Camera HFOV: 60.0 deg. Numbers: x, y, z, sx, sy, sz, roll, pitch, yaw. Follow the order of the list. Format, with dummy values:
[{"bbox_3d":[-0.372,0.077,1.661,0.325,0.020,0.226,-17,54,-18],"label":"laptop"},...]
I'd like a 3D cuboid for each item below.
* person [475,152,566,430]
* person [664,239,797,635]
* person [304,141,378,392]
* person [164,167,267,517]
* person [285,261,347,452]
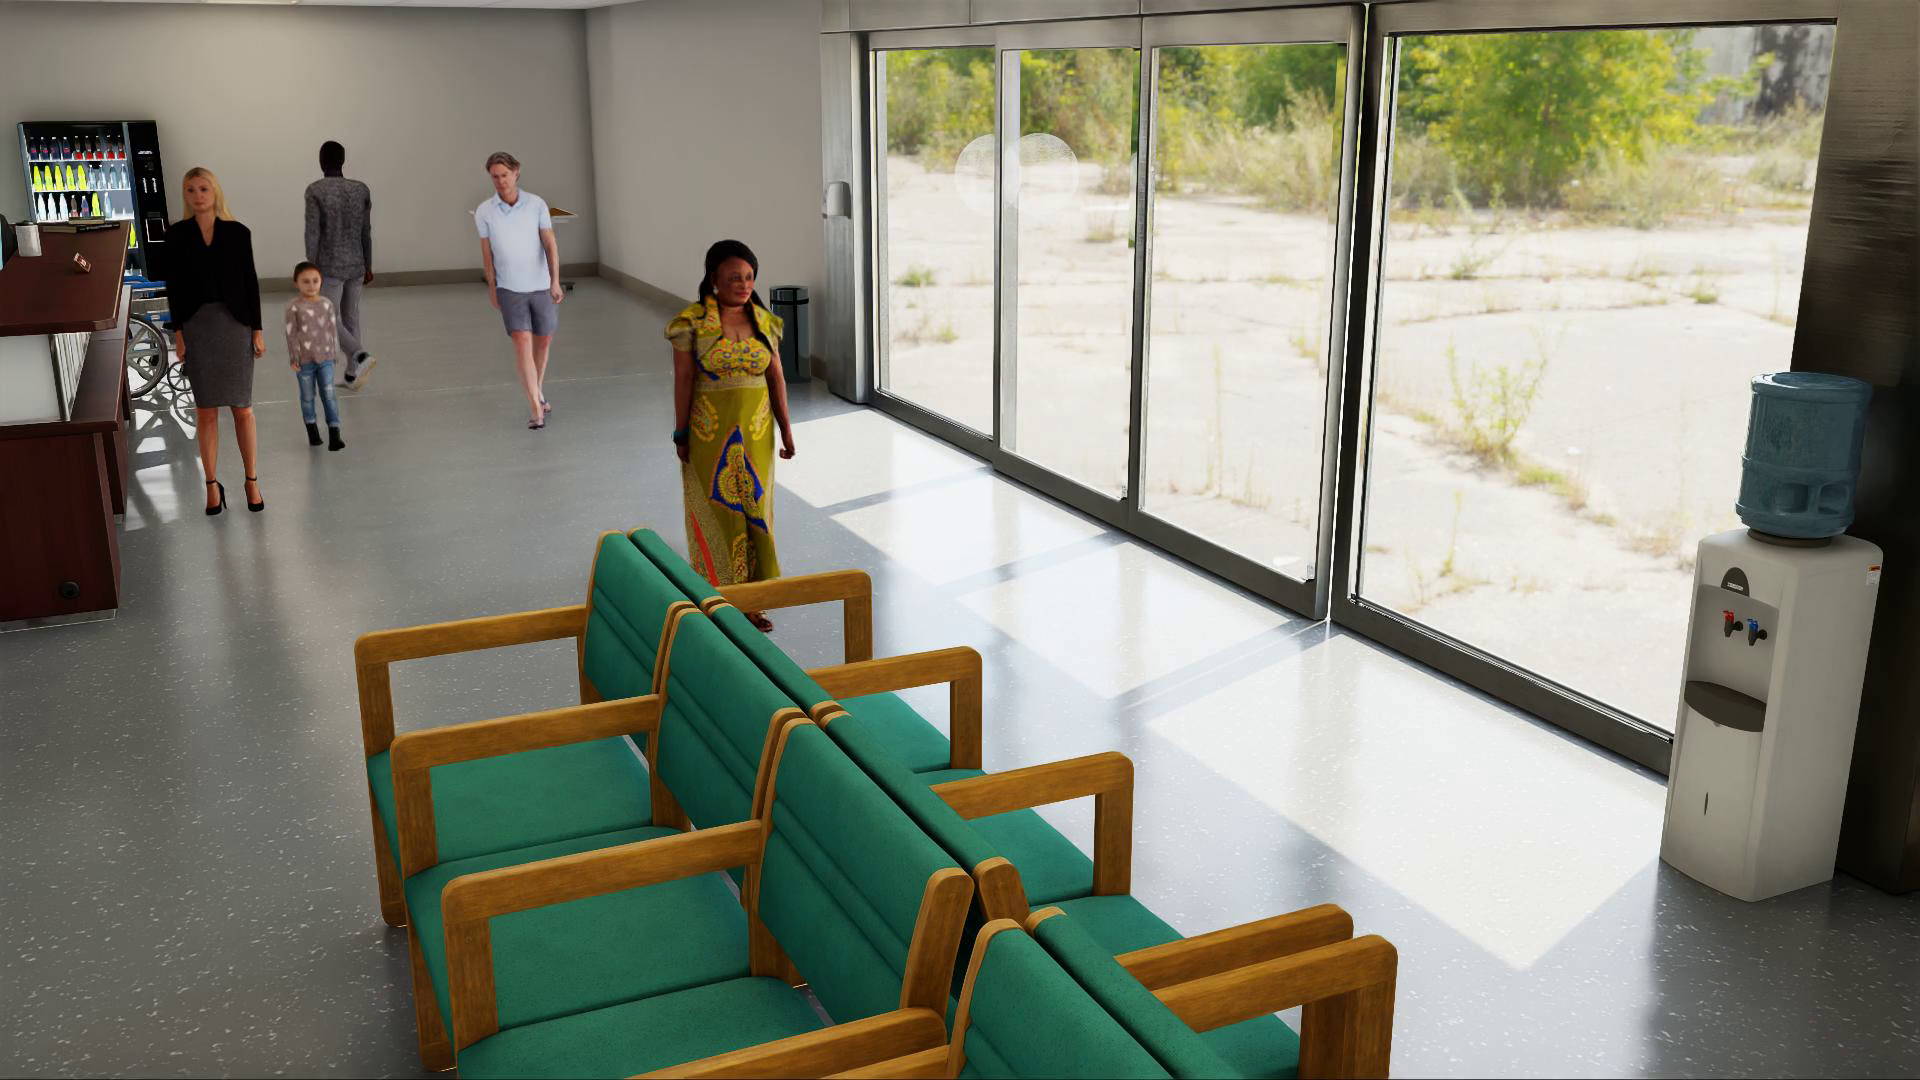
[{"bbox_3d":[-2.911,-1.662,11.157,1.138,1.773,0.730,-6,17,-22],"label":"person"},{"bbox_3d":[-1.009,-0.447,7.117,1.163,1.626,0.928,-11,19,-34],"label":"person"},{"bbox_3d":[-4.484,-1.968,12.150,0.970,1.824,0.939,12,20,36],"label":"person"},{"bbox_3d":[-3.930,-1.039,8.820,0.500,1.842,0.673,-6,17,-19],"label":"person"},{"bbox_3d":[-4.068,-1.141,10.428,0.775,1.166,0.595,-9,18,-30],"label":"person"}]
